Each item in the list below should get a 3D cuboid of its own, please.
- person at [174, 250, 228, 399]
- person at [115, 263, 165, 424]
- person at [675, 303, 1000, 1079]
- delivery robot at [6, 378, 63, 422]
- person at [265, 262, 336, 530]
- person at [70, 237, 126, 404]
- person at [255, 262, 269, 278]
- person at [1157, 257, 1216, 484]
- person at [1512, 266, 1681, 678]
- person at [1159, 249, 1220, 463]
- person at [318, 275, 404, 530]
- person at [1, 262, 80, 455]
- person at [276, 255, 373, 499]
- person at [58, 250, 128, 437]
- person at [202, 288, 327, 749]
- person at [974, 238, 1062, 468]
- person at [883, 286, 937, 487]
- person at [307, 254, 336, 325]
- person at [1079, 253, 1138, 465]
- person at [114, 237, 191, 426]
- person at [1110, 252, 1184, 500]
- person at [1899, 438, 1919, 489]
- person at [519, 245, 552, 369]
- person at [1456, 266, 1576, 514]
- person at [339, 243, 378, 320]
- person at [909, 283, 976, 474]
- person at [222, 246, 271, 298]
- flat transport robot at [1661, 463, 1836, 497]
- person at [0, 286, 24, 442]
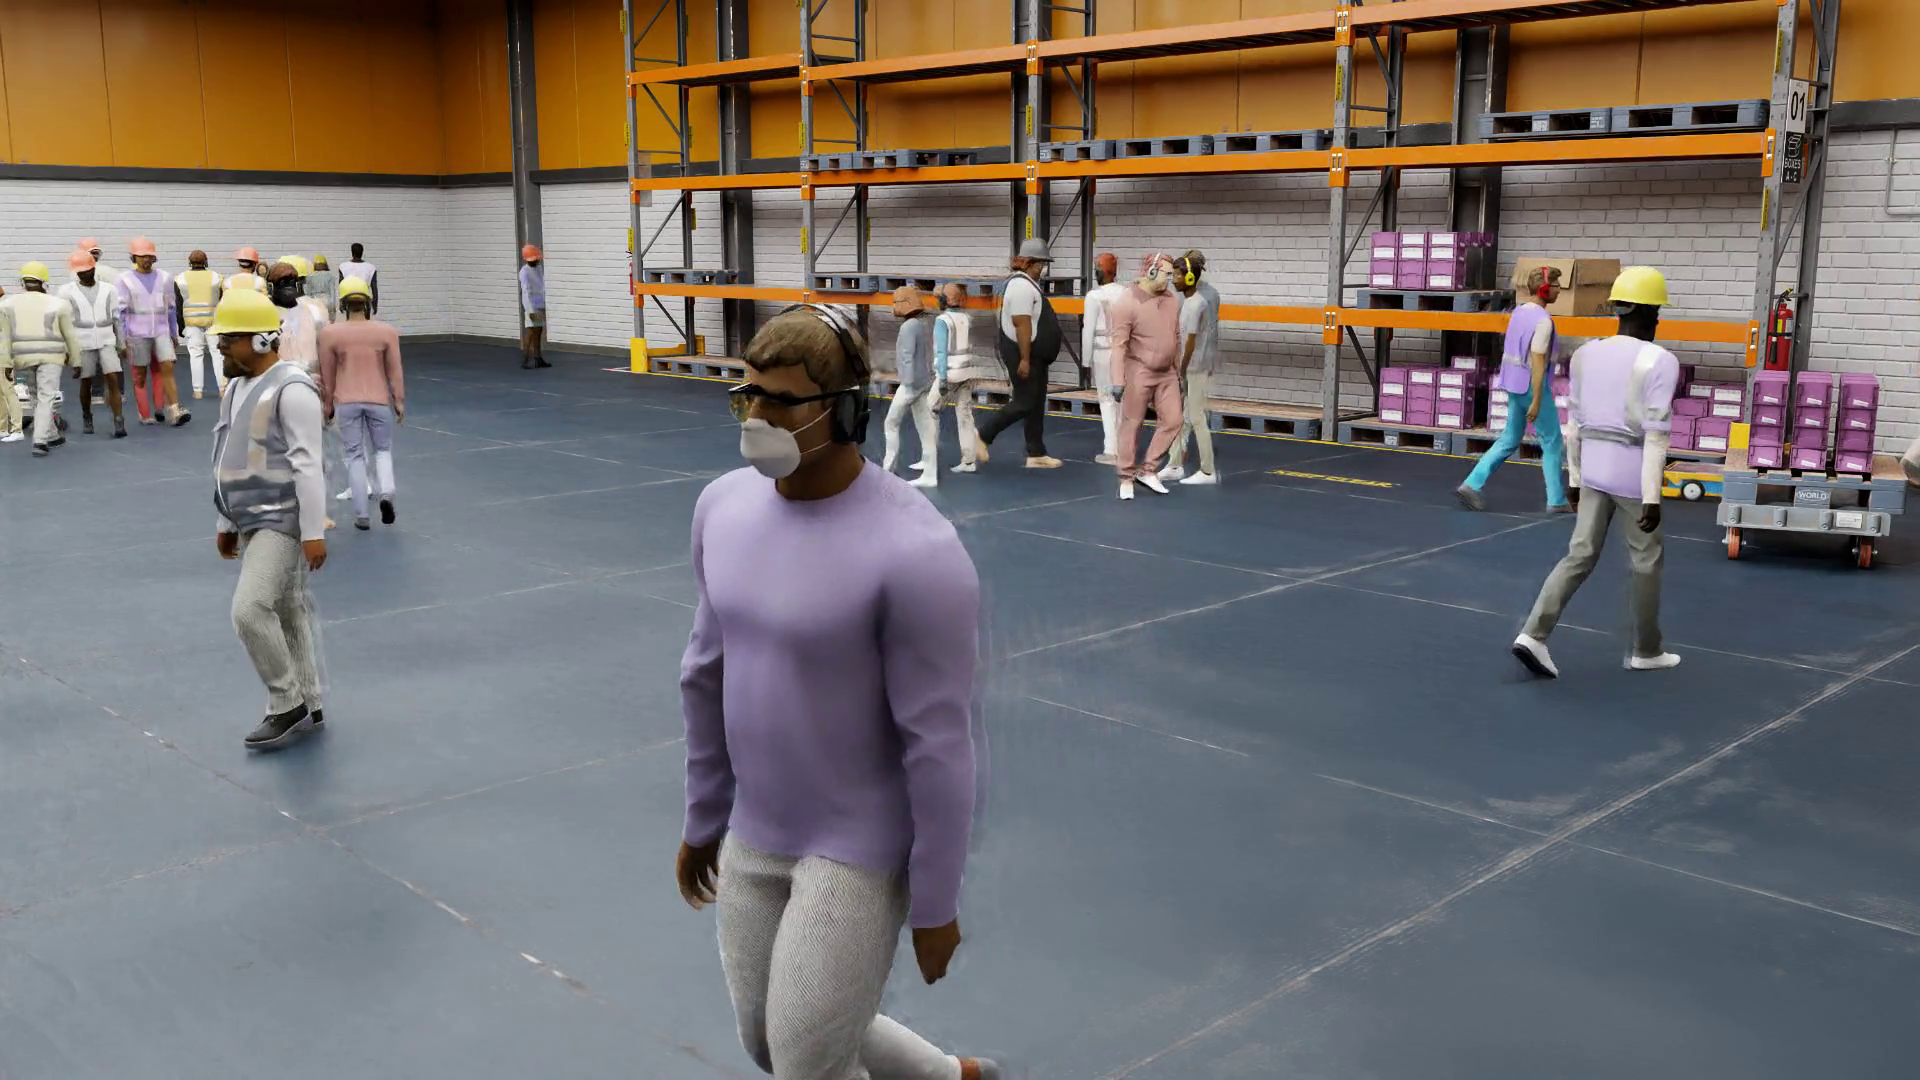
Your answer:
[{"bbox_3d":[-9.417,-2.678,20.693,0.624,1.844,0.430,-4,11,-22],"label":"person"},{"bbox_3d":[-8.818,-2.123,17.931,0.535,1.743,0.572,-6,12,-29],"label":"person"},{"bbox_3d":[-0.179,0.531,3.003,0.755,1.916,0.636,-10,14,-44],"label":"person"},{"bbox_3d":[-9.638,-1.428,17.131,0.707,0.478,0.477,2,11,8],"label":"delivery robot"},{"bbox_3d":[-4.557,-0.962,11.333,0.429,1.844,0.627,10,14,43],"label":"person"},{"bbox_3d":[-10.389,-2.634,20.035,0.393,1.992,0.619,6,12,28],"label":"person"},{"bbox_3d":[-10.827,-3.533,26.011,0.530,1.592,0.847,-6,12,-30],"label":"person"},{"bbox_3d":[1.787,-1.348,13.435,0.699,1.840,0.538,0,10,3],"label":"person"},{"bbox_3d":[2.952,-0.296,7.575,0.922,1.896,0.596,-5,12,-27],"label":"person"},{"bbox_3d":[2.001,-1.662,14.988,0.656,1.903,0.644,0,10,3],"label":"person"},{"bbox_3d":[-4.103,-0.935,11.432,0.538,1.752,0.454,-5,11,-25],"label":"person"},{"bbox_3d":[-8.540,-1.682,15.456,0.613,1.784,0.907,-2,11,-9],"label":"person"},{"bbox_3d":[-5.002,-1.221,12.682,1.049,1.866,0.589,2,11,13],"label":"person"},{"bbox_3d":[-8.749,-1.976,16.783,0.599,1.883,0.885,-8,13,-37],"label":"person"},{"bbox_3d":[-2.781,-0.072,6.554,0.617,1.812,0.538,10,14,44],"label":"person"},{"bbox_3d":[0.501,-1.625,14.407,0.752,2.000,0.701,1,10,5],"label":"person"},{"bbox_3d":[-0.495,-1.221,13.355,0.695,1.606,0.532,2,11,12],"label":"person"},{"bbox_3d":[-10.896,-4.022,28.417,0.506,1.691,0.910,-1,10,-5],"label":"person"},{"bbox_3d":[1.316,-1.592,14.704,0.571,1.863,0.413,-9,14,-41],"label":"person"},{"bbox_3d":[-8.532,-2.181,17.557,0.648,1.990,1.010,-10,14,-42],"label":"person"},{"bbox_3d":[1.443,-1.255,12.799,0.746,1.887,0.427,-6,12,-31],"label":"person"},{"bbox_3d":[7.637,-1.287,12.842,0.601,1.950,0.691,3,11,16],"label":"person"},{"bbox_3d":[-6.449,-3.533,25.269,0.364,1.883,0.668,2,11,12],"label":"person"},{"bbox_3d":[4.102,-1.079,12.071,0.887,1.811,0.566,-1,10,-7],"label":"person"},{"bbox_3d":[-9.799,-3.886,27.126,0.614,1.900,0.458,-6,12,-29],"label":"person"},{"bbox_3d":[-0.148,-1.369,14.157,0.687,1.611,0.540,6,12,29],"label":"person"},{"bbox_3d":[-8.139,-2.400,19.008,0.552,1.911,0.823,-1,10,-7],"label":"person"},{"bbox_3d":[6.013,-0.432,12.727,1.431,0.197,0.652,7,12,33],"label":"flat transport robot"},{"bbox_3d":[-9.480,-1.780,16.362,0.507,1.631,0.265,5,12,27],"label":"person"}]
